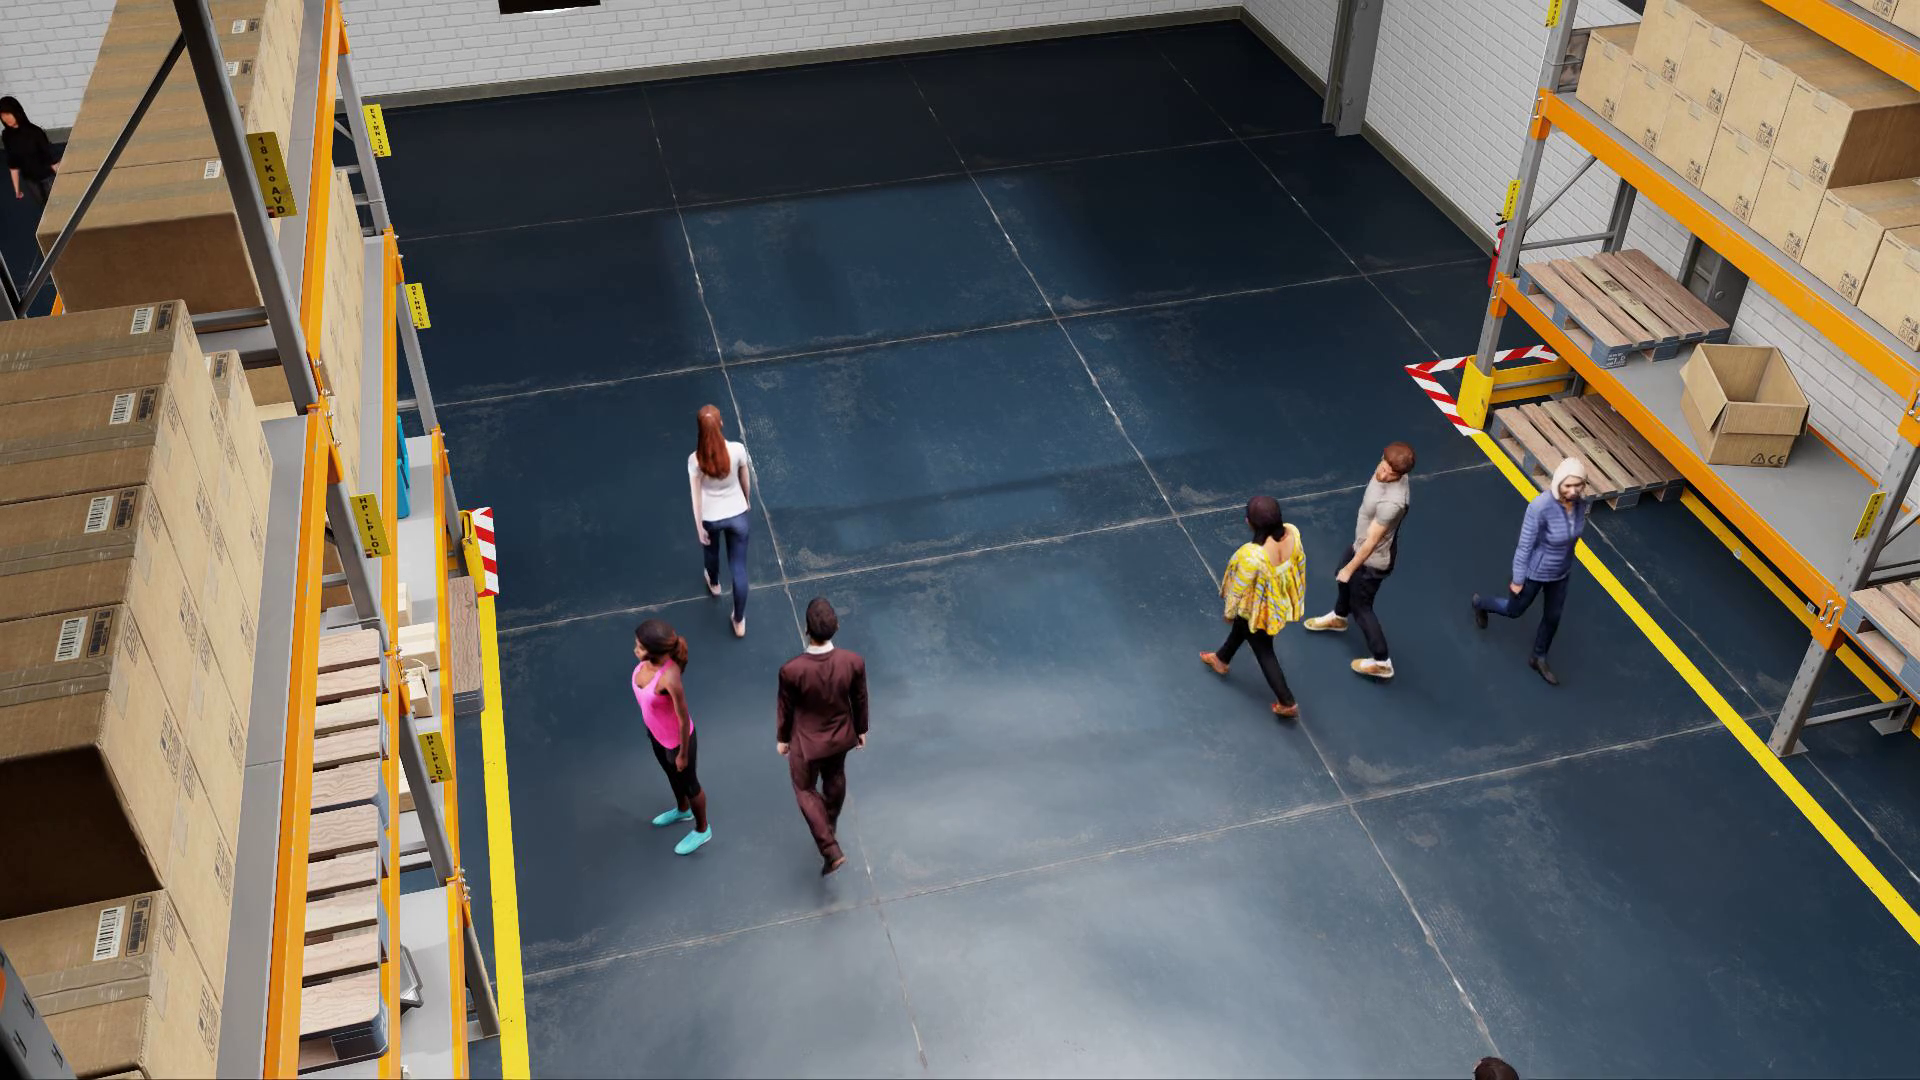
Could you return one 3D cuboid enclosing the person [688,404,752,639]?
[{"bbox_3d":[-1.567,-0.076,11.109,0.545,1.707,0.935,-8,39,-10],"label":"person"}]

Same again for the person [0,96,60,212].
[{"bbox_3d":[-8.380,-3.328,15.249,0.682,1.624,0.673,0,39,-1],"label":"person"}]

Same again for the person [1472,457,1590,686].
[{"bbox_3d":[3.744,0.125,10.850,0.744,1.717,1.058,-16,41,-19],"label":"person"}]

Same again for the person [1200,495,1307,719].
[{"bbox_3d":[1.960,0.471,10.506,1.192,1.606,1.042,31,48,33],"label":"person"}]

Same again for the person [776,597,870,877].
[{"bbox_3d":[-0.773,1.151,9.463,0.745,1.845,1.025,-13,40,-16],"label":"person"}]

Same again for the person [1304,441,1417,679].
[{"bbox_3d":[2.703,0.125,10.756,0.990,1.834,0.958,15,41,17],"label":"person"}]

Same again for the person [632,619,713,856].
[{"bbox_3d":[-1.660,1.117,9.603,0.696,1.723,0.586,-23,44,-26],"label":"person"}]
